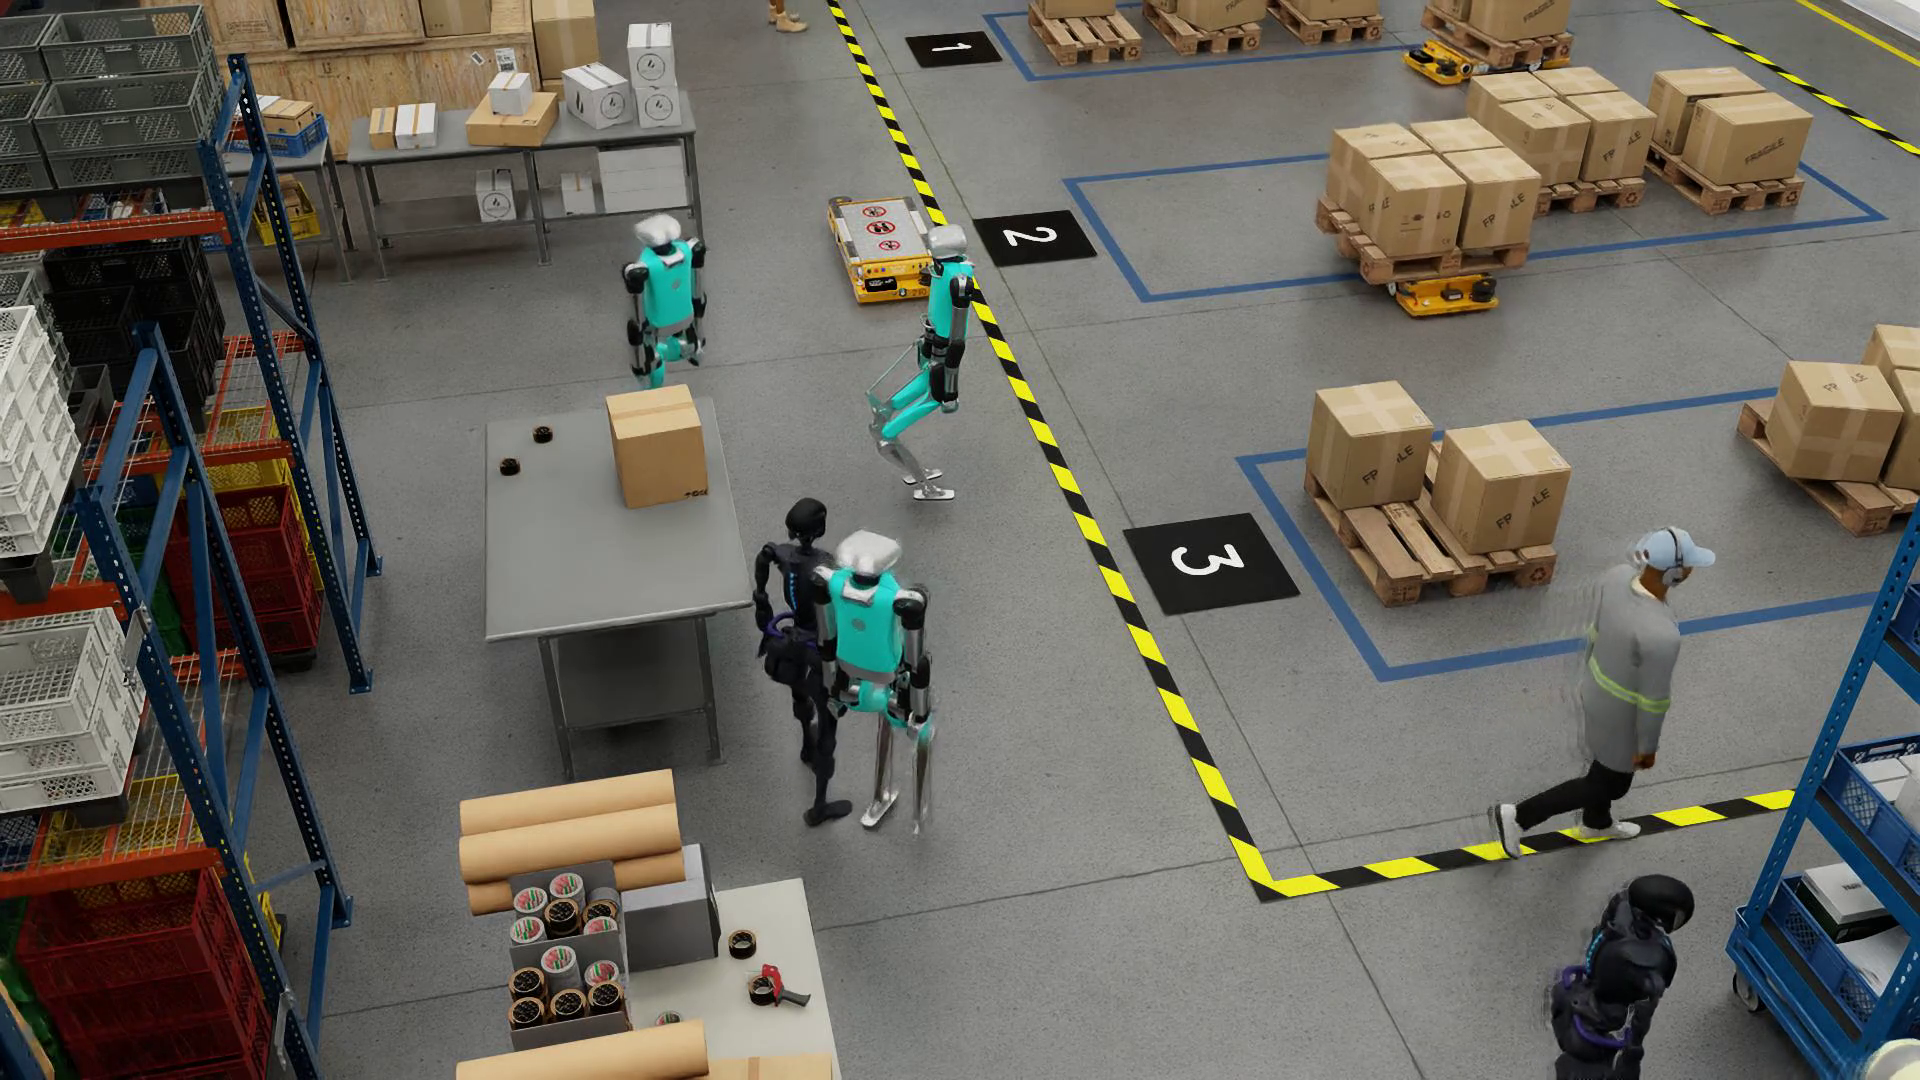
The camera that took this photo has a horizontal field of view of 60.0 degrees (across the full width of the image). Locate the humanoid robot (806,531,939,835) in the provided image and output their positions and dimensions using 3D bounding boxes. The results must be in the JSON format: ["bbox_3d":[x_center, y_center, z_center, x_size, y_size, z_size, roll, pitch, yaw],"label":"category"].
[{"bbox_3d":[-0.305,0.595,7.486,0.531,1.752,0.701,14,39,18],"label":"humanoid robot"}]

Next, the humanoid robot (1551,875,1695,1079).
[{"bbox_3d":[2.307,1.777,6.018,0.758,1.623,0.587,2,37,3],"label":"humanoid robot"}]

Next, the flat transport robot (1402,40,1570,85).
[{"bbox_3d":[4.978,-4.599,15.711,1.431,0.197,0.652,-14,39,-18],"label":"flat transport robot"}]

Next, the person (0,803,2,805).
[{"bbox_3d":[-4.811,0.529,7.396,1.021,1.993,0.614,-8,37,-11],"label":"person"}]

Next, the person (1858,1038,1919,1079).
[{"bbox_3d":[2.860,2.204,5.309,0.791,1.803,0.640,-6,37,-8],"label":"person"}]

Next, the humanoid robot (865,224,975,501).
[{"bbox_3d":[-0.281,-0.980,9.528,0.735,1.677,0.533,-8,37,-11],"label":"humanoid robot"}]

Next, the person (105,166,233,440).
[{"bbox_3d":[-4.909,-1.481,10.237,0.500,1.836,0.340,25,43,29],"label":"person"}]

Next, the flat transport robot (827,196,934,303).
[{"bbox_3d":[-0.570,-2.220,12.538,0.659,0.231,1.431,-8,37,-10],"label":"flat transport robot"}]

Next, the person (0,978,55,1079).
[{"bbox_3d":[-3.189,1.878,5.667,0.843,1.902,0.540,-12,38,-15],"label":"person"}]

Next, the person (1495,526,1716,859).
[{"bbox_3d":[2.839,0.709,7.294,0.698,1.827,0.594,0,37,1],"label":"person"}]

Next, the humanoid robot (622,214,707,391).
[{"bbox_3d":[-1.839,-1.188,9.930,0.540,1.725,1.045,-30,46,-34],"label":"humanoid robot"}]

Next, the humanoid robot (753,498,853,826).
[{"bbox_3d":[-0.699,0.516,7.687,0.600,1.638,0.625,14,39,19],"label":"humanoid robot"}]

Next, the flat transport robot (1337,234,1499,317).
[{"bbox_3d":[3.376,-2.102,12.356,0.652,0.197,1.431,-8,37,-10],"label":"flat transport robot"}]

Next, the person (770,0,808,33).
[{"bbox_3d":[-1.730,-5.968,16.090,0.389,2.044,0.607,-7,37,-10],"label":"person"}]
